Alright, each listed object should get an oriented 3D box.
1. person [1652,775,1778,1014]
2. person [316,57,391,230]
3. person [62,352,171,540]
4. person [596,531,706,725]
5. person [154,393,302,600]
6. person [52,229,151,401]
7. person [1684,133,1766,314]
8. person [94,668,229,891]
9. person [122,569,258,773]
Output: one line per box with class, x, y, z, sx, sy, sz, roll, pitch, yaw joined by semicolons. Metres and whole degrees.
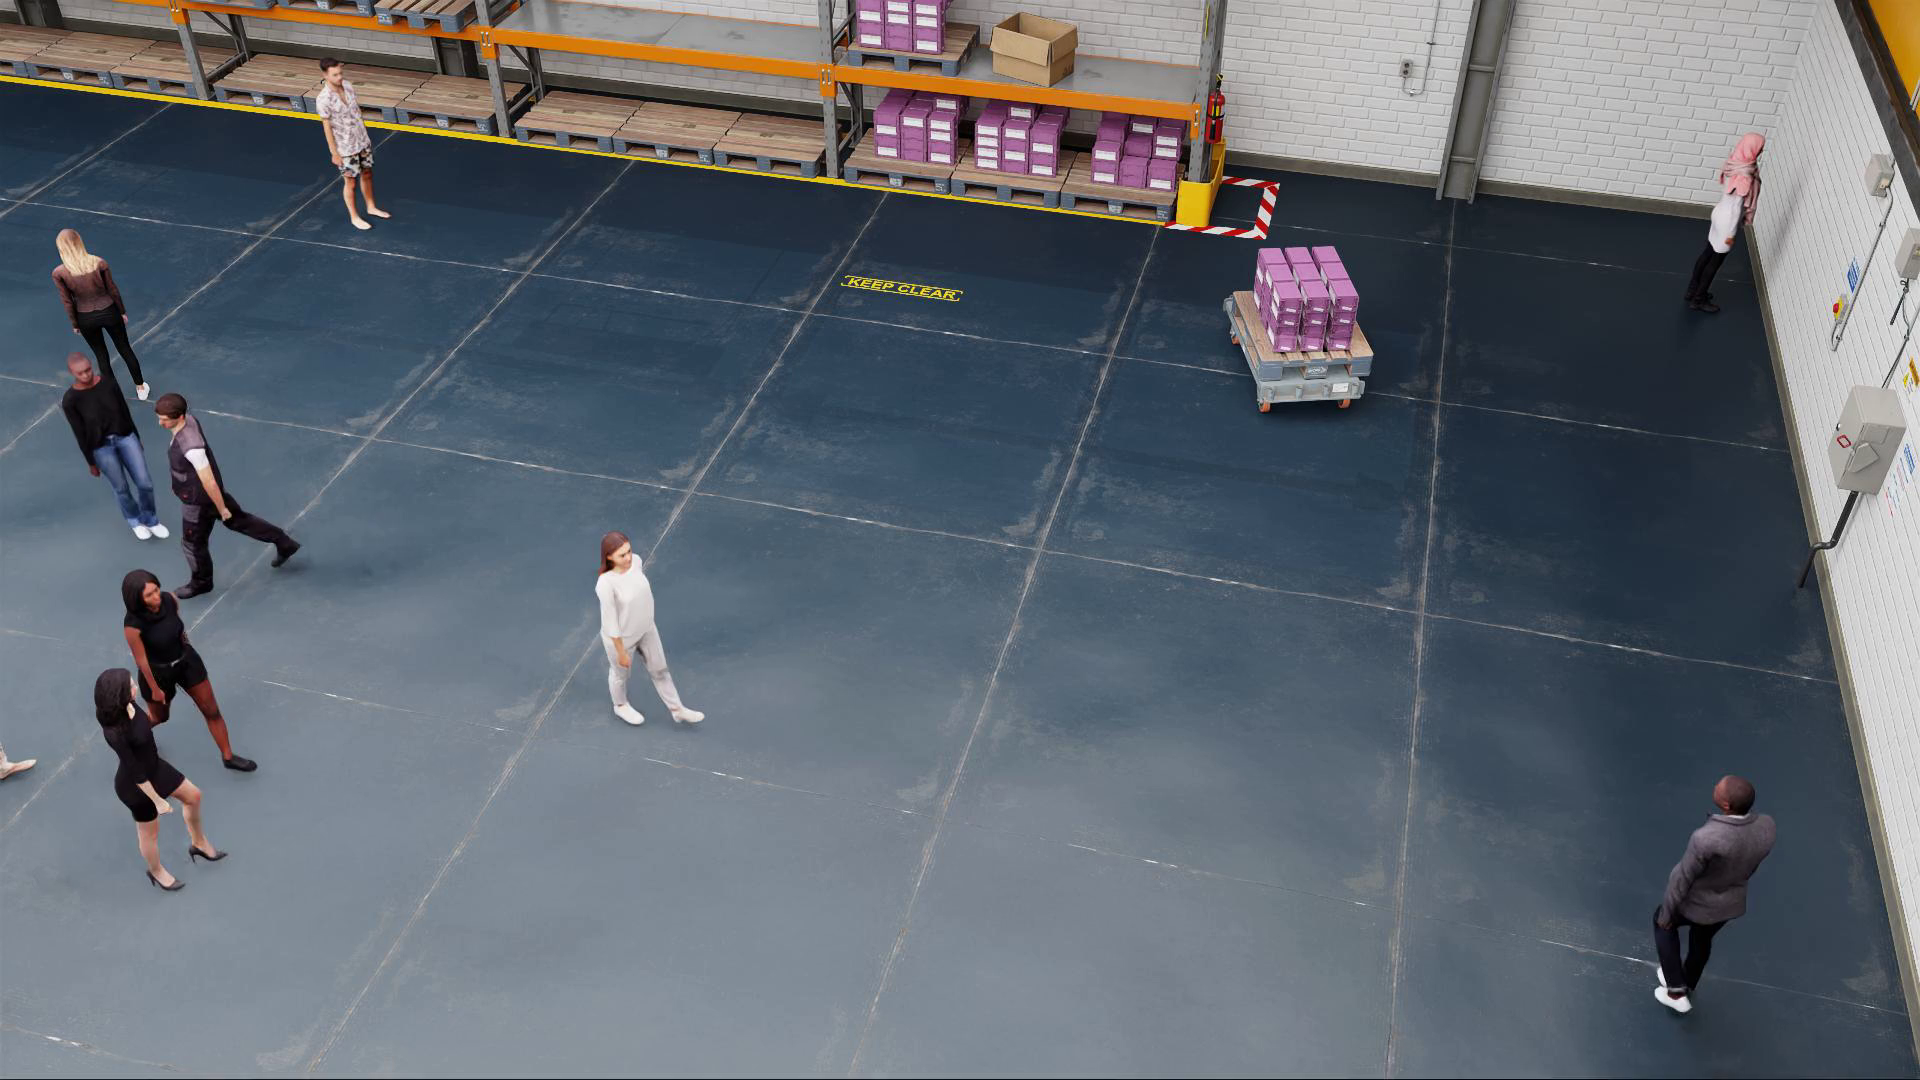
person;4.253;2.094;9.366;0.766;1.800;0.898;-3;39;-3
person;-6.309;-4.110;17.125;0.629;1.811;0.709;17;42;20
person;-6.658;-0.761;12.993;0.740;1.735;0.787;-32;48;-33
person;-2.318;0.602;11.340;0.987;1.668;0.772;19;42;22
person;-5.545;-0.375;12.451;1.294;1.809;1.162;-13;41;-16
person;-7.499;-1.931;14.483;0.669;1.704;0.716;-22;44;-25
person;7.256;-3.015;15.761;0.651;1.803;0.669;1;39;2
person;-5.048;1.500;10.122;0.785;1.786;0.738;-4;39;-5
person;-5.277;0.873;10.970;1.172;1.708;0.644;13;40;16
